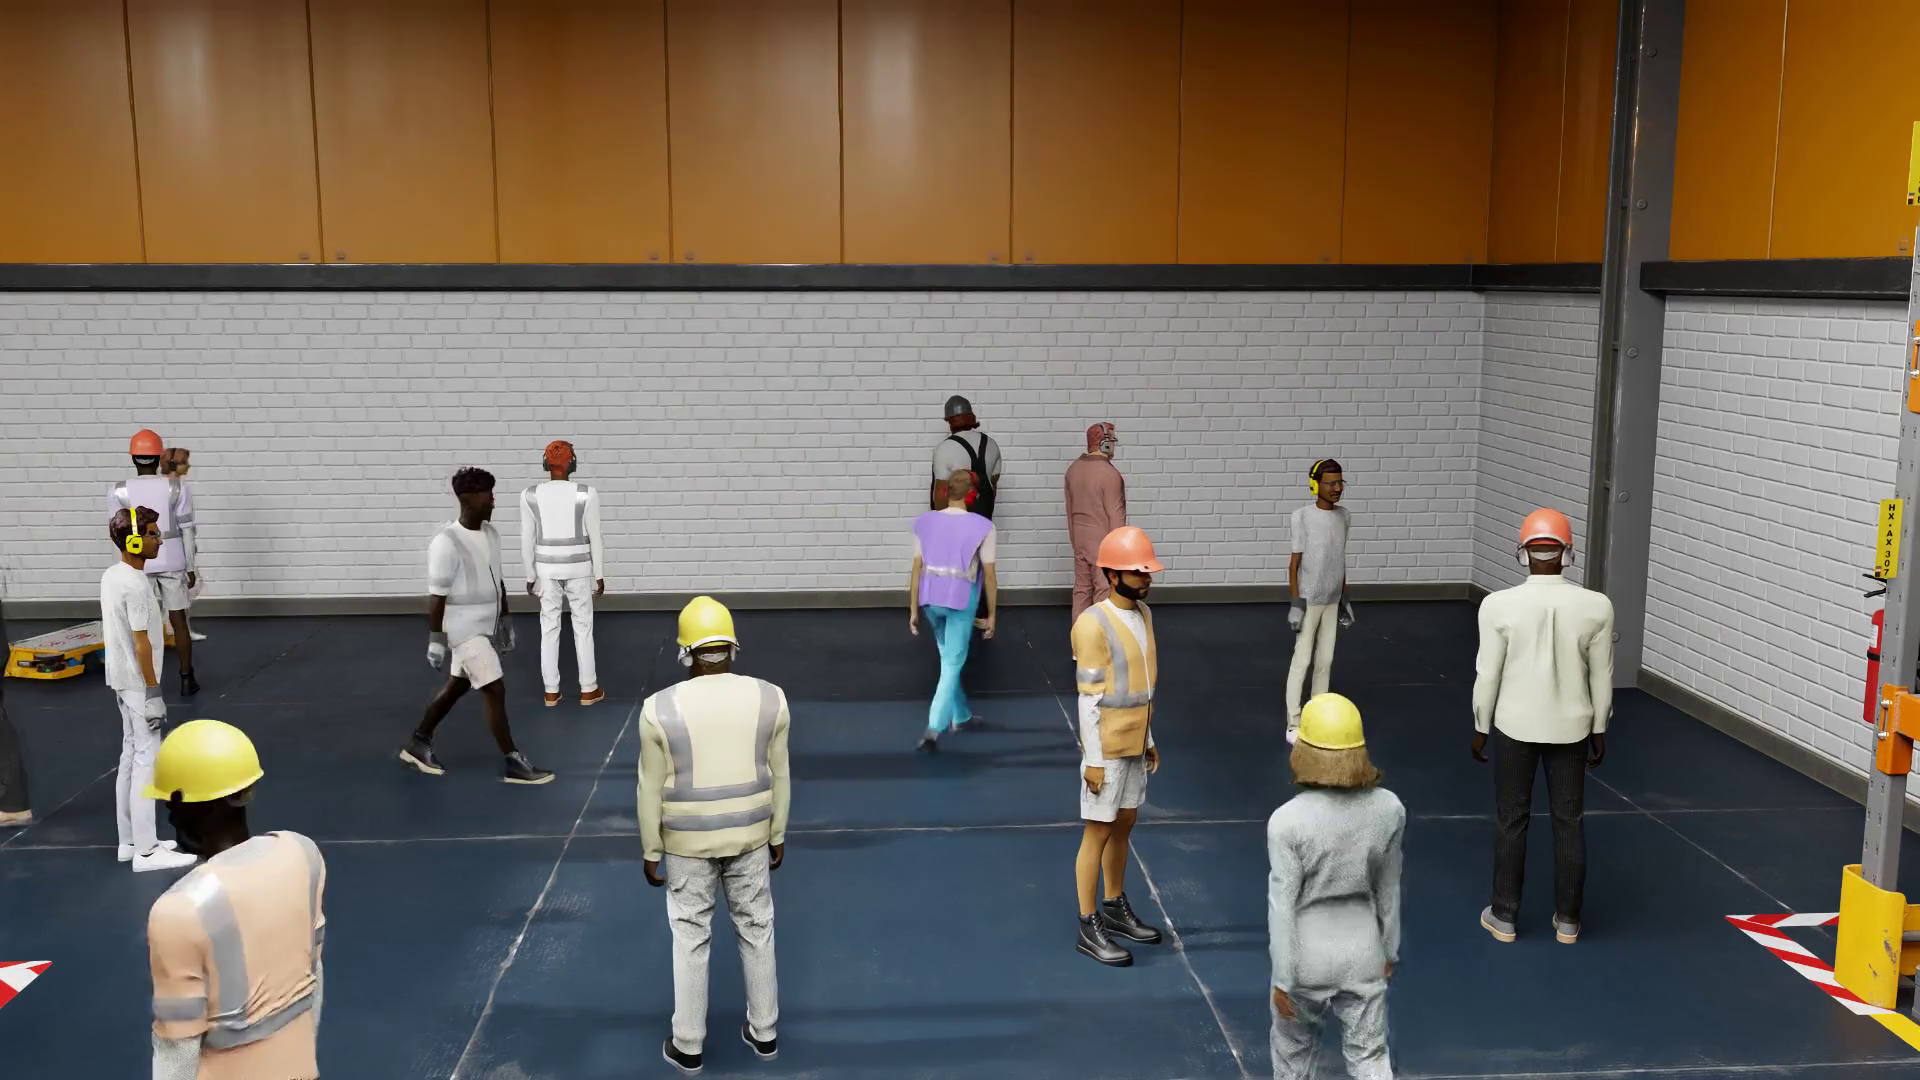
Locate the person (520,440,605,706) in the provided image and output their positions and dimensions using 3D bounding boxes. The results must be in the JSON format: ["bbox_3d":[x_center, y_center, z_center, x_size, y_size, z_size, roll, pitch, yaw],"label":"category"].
[{"bbox_3d":[-2.785,0.239,11.716,0.572,1.883,0.356,0,9,-2],"label":"person"}]

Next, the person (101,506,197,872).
[{"bbox_3d":[-4.196,0.754,8.520,0.309,1.868,0.535,-8,12,-41],"label":"person"}]

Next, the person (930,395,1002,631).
[{"bbox_3d":[-0.011,-0.227,14.145,0.674,2.000,0.535,-8,12,-40],"label":"person"}]

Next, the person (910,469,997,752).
[{"bbox_3d":[-0.062,0.445,10.729,0.572,1.794,0.907,4,10,24],"label":"person"}]

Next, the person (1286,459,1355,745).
[{"bbox_3d":[2.324,0.406,10.700,0.517,1.874,0.327,-5,11,-31],"label":"person"}]

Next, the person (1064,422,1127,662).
[{"bbox_3d":[1.087,0.041,12.879,0.407,1.908,0.641,-6,11,-32],"label":"person"}]

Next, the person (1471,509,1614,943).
[{"bbox_3d":[2.635,0.849,7.562,0.609,1.985,0.392,1,9,8],"label":"person"}]

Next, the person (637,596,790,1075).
[{"bbox_3d":[-0.939,1.122,6.367,0.591,1.823,0.405,-4,10,-23],"label":"person"}]

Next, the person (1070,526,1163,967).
[{"bbox_3d":[0.721,0.897,7.399,0.362,1.939,0.543,6,11,35],"label":"person"}]

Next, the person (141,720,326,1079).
[{"bbox_3d":[-1.855,1.402,4.281,0.374,1.922,0.637,2,9,14],"label":"person"}]

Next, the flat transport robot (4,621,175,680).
[{"bbox_3d":[-6.829,0.831,13.039,0.652,0.197,1.431,2,9,15],"label":"flat transport robot"}]

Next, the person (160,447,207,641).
[{"bbox_3d":[-6.413,0.046,13.696,0.372,1.623,0.540,-2,9,-15],"label":"person"}]

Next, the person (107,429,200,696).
[{"bbox_3d":[-5.772,0.177,11.922,0.547,1.939,0.376,-4,10,-24],"label":"person"}]

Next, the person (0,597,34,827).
[{"bbox_3d":[-5.485,0.703,8.985,0.780,1.818,0.516,-2,9,-15],"label":"person"}]

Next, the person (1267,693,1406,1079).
[{"bbox_3d":[1.211,1.343,5.300,0.487,1.722,0.775,-2,9,-12],"label":"person"}]

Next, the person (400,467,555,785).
[{"bbox_3d":[-2.966,0.505,9.959,1.005,1.921,0.608,2,9,10],"label":"person"}]
